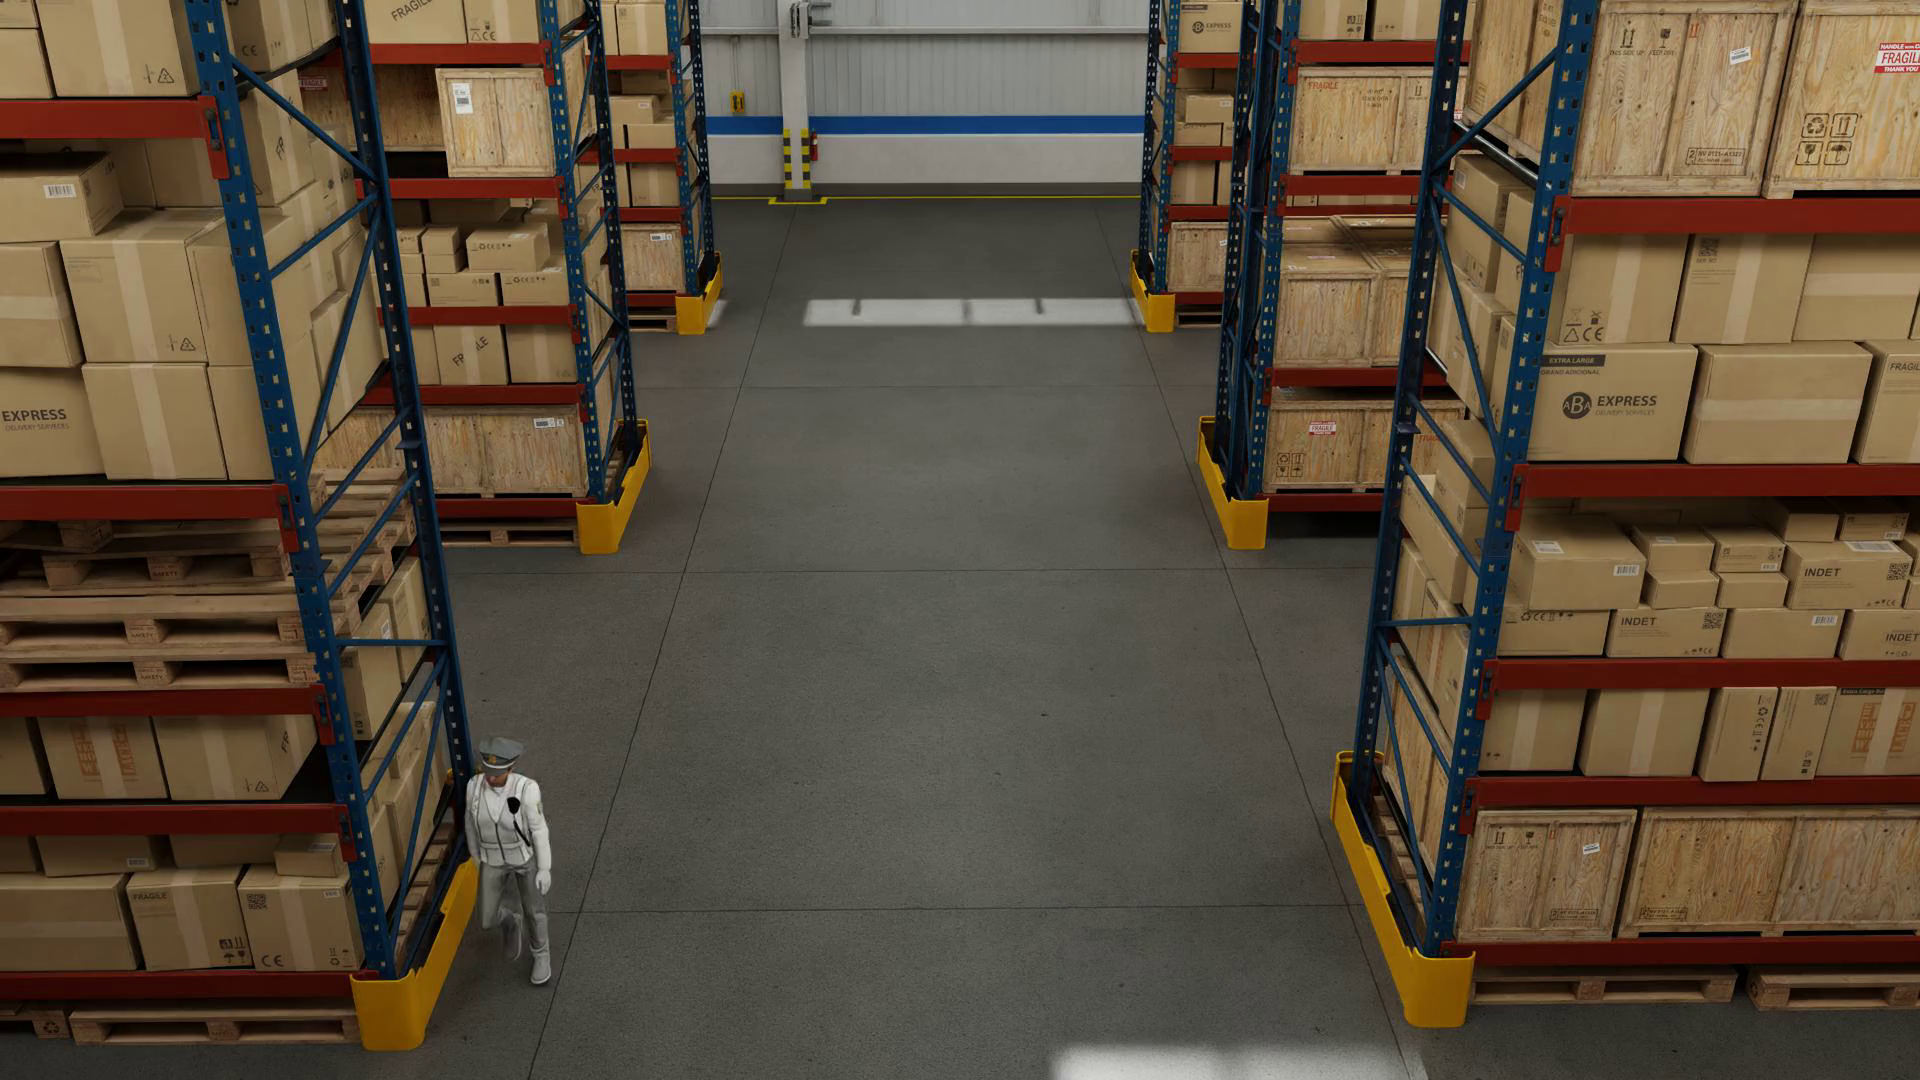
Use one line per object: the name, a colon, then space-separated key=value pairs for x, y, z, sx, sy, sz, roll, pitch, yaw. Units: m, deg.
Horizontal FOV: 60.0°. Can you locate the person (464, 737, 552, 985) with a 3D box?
person: x=-2.668 y=1.896 z=9.883 sx=0.528 sy=1.661 sz=0.453 roll=0 pitch=25 yaw=-1
